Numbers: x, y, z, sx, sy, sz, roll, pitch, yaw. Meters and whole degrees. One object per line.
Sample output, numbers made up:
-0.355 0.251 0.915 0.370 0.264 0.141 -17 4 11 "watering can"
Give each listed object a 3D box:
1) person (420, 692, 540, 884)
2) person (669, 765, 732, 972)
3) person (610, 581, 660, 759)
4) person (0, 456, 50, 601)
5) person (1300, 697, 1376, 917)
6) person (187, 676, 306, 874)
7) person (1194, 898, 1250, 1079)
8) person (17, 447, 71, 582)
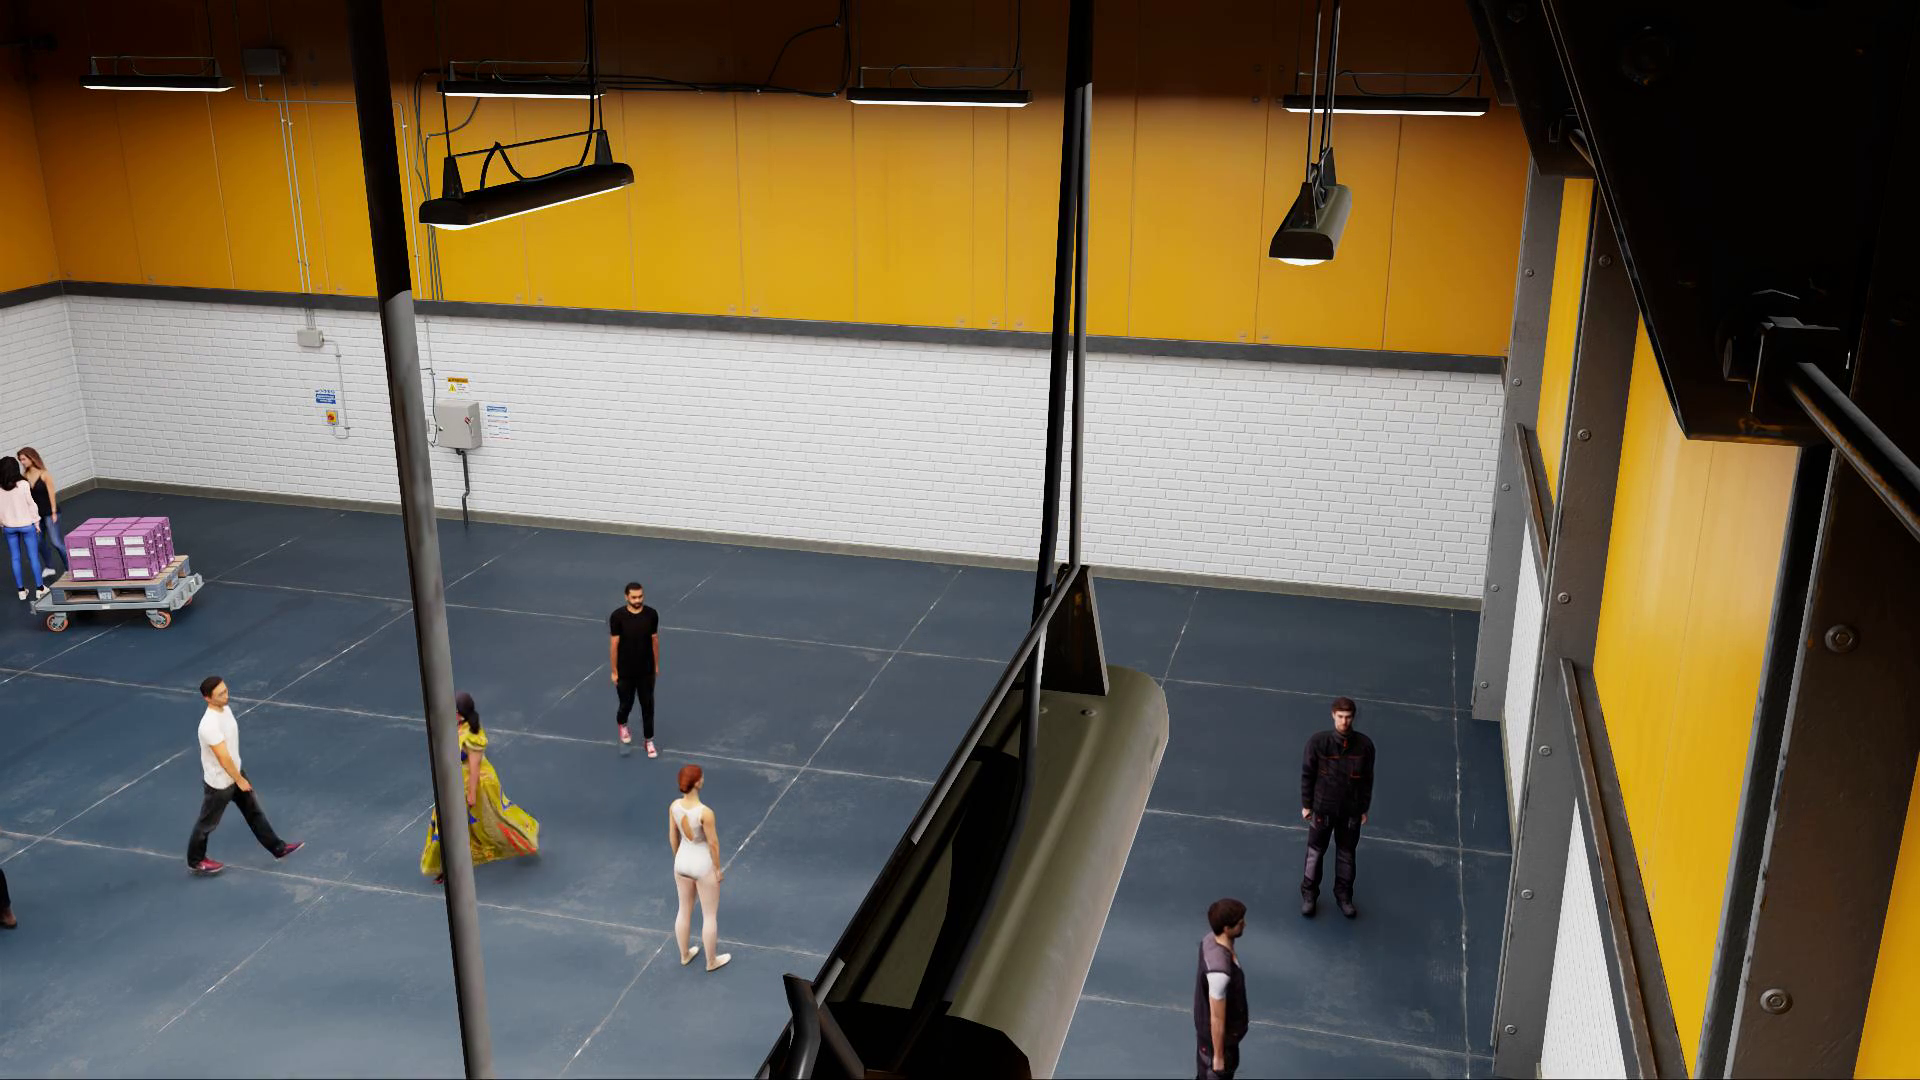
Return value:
-3.947 2.010 13.720 1.158 1.621 1.431 16 25 40 "person"
-1.975 2.438 12.414 0.588 1.644 0.521 9 20 24 "person"
-3.135 1.196 15.936 0.938 1.750 1.025 -9 21 -26 "person"
-11.260 -0.150 19.902 0.714 1.770 0.683 -2 19 -7 "person"
2.969 2.095 13.128 0.763 1.839 0.650 1 19 2 "person"
-6.148 1.971 13.639 0.990 1.747 1.202 -2 19 -6 "person"
1.577 3.044 10.295 0.746 1.848 0.547 2 19 5 "person"
-11.286 -0.332 20.543 0.602 1.705 0.531 4 19 12 "person"
